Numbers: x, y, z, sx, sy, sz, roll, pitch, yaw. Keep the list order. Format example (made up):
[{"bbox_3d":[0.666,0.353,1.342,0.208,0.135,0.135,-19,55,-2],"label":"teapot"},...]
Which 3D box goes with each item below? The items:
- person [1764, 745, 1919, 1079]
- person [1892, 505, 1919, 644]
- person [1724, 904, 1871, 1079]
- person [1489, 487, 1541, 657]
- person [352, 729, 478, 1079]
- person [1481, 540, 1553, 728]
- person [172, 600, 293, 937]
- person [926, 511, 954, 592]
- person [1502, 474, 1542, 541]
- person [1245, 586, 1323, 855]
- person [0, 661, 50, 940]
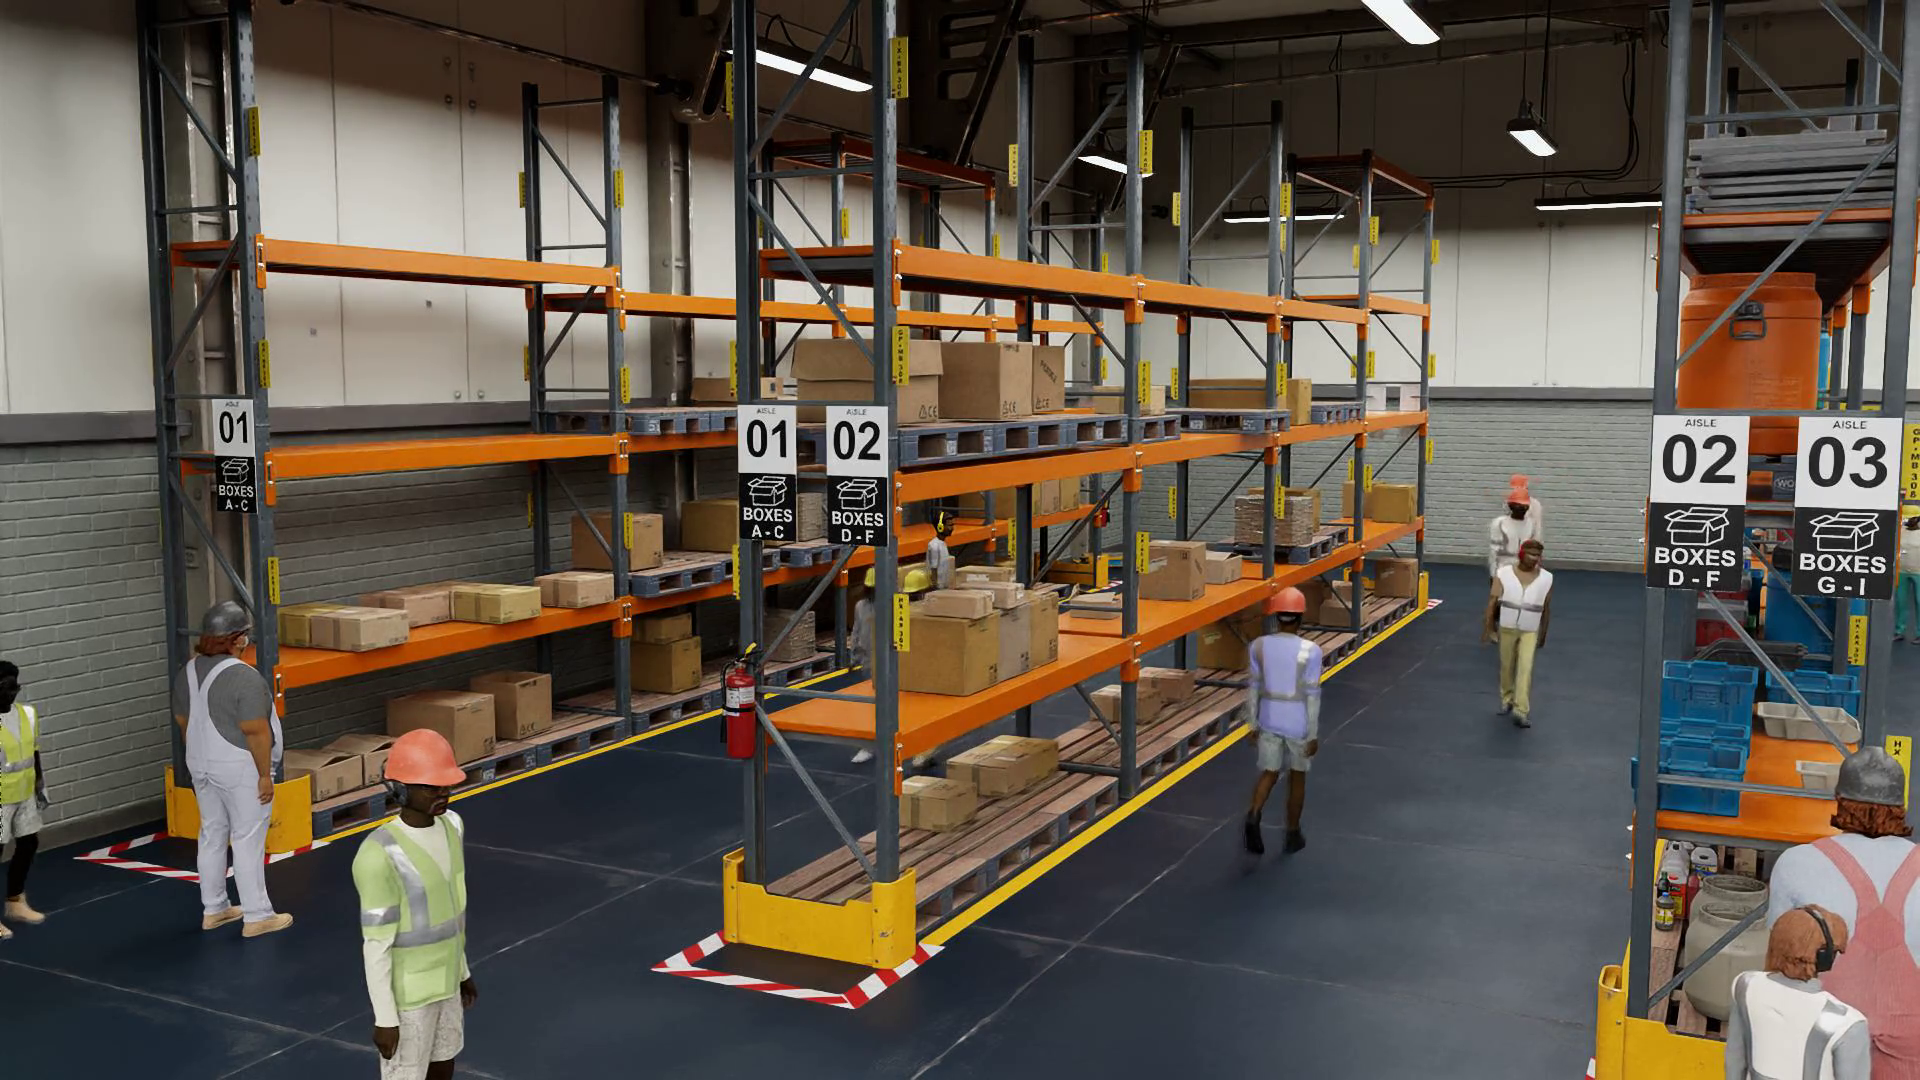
[{"bbox_3d":[3.367,1.771,6.264,0.689,2.000,0.538,1,6,13],"label":"person"},{"bbox_3d":[11.871,0.422,20.768,0.341,1.759,0.539,-4,7,-34],"label":"person"},{"bbox_3d":[2.803,2.037,5.601,0.315,1.640,0.514,-3,7,-26],"label":"person"},{"bbox_3d":[6.651,0.366,19.978,0.622,2.031,0.665,0,6,-2],"label":"person"},{"bbox_3d":[-2.083,1.743,6.523,0.379,2.041,0.616,1,6,14],"label":"person"},{"bbox_3d":[5.407,0.877,16.152,0.640,1.790,0.936,2,6,16],"label":"person"},{"bbox_3d":[-4.401,1.372,10.142,0.682,2.000,0.537,3,7,26],"label":"person"},{"bbox_3d":[-0.230,0.609,18.462,0.326,1.861,0.510,1,6,9],"label":"person"},{"bbox_3d":[7.937,0.039,23.485,0.772,1.962,0.615,-5,8,-42],"label":"person"},{"bbox_3d":[2.246,1.287,11.620,0.543,1.917,0.692,4,7,32],"label":"person"},{"bbox_3d":[-5.788,1.558,10.050,0.329,1.686,0.544,2,6,14],"label":"person"}]
